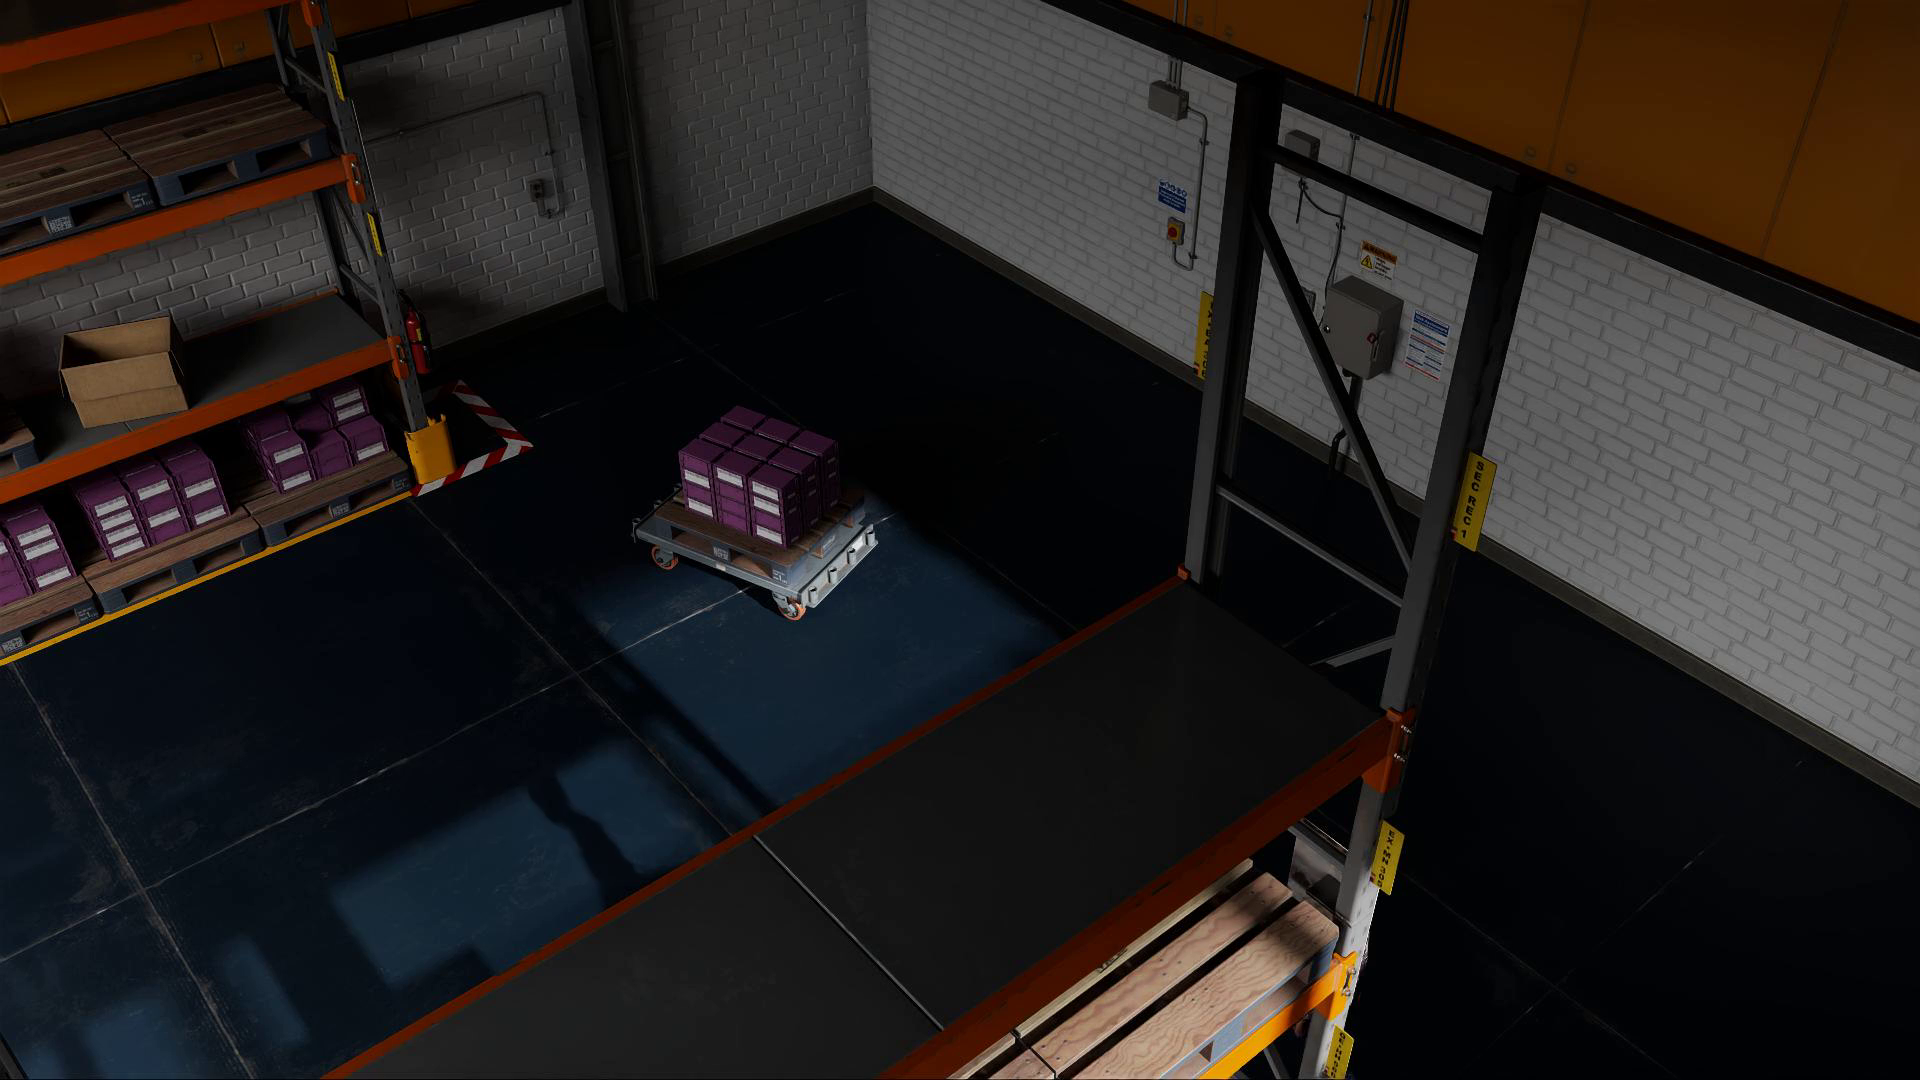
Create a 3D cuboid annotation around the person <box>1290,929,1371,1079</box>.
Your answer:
[{"bbox_3d":[1.904,2.415,8.390,0.643,1.764,0.691,-25,45,-28],"label":"person"}]
